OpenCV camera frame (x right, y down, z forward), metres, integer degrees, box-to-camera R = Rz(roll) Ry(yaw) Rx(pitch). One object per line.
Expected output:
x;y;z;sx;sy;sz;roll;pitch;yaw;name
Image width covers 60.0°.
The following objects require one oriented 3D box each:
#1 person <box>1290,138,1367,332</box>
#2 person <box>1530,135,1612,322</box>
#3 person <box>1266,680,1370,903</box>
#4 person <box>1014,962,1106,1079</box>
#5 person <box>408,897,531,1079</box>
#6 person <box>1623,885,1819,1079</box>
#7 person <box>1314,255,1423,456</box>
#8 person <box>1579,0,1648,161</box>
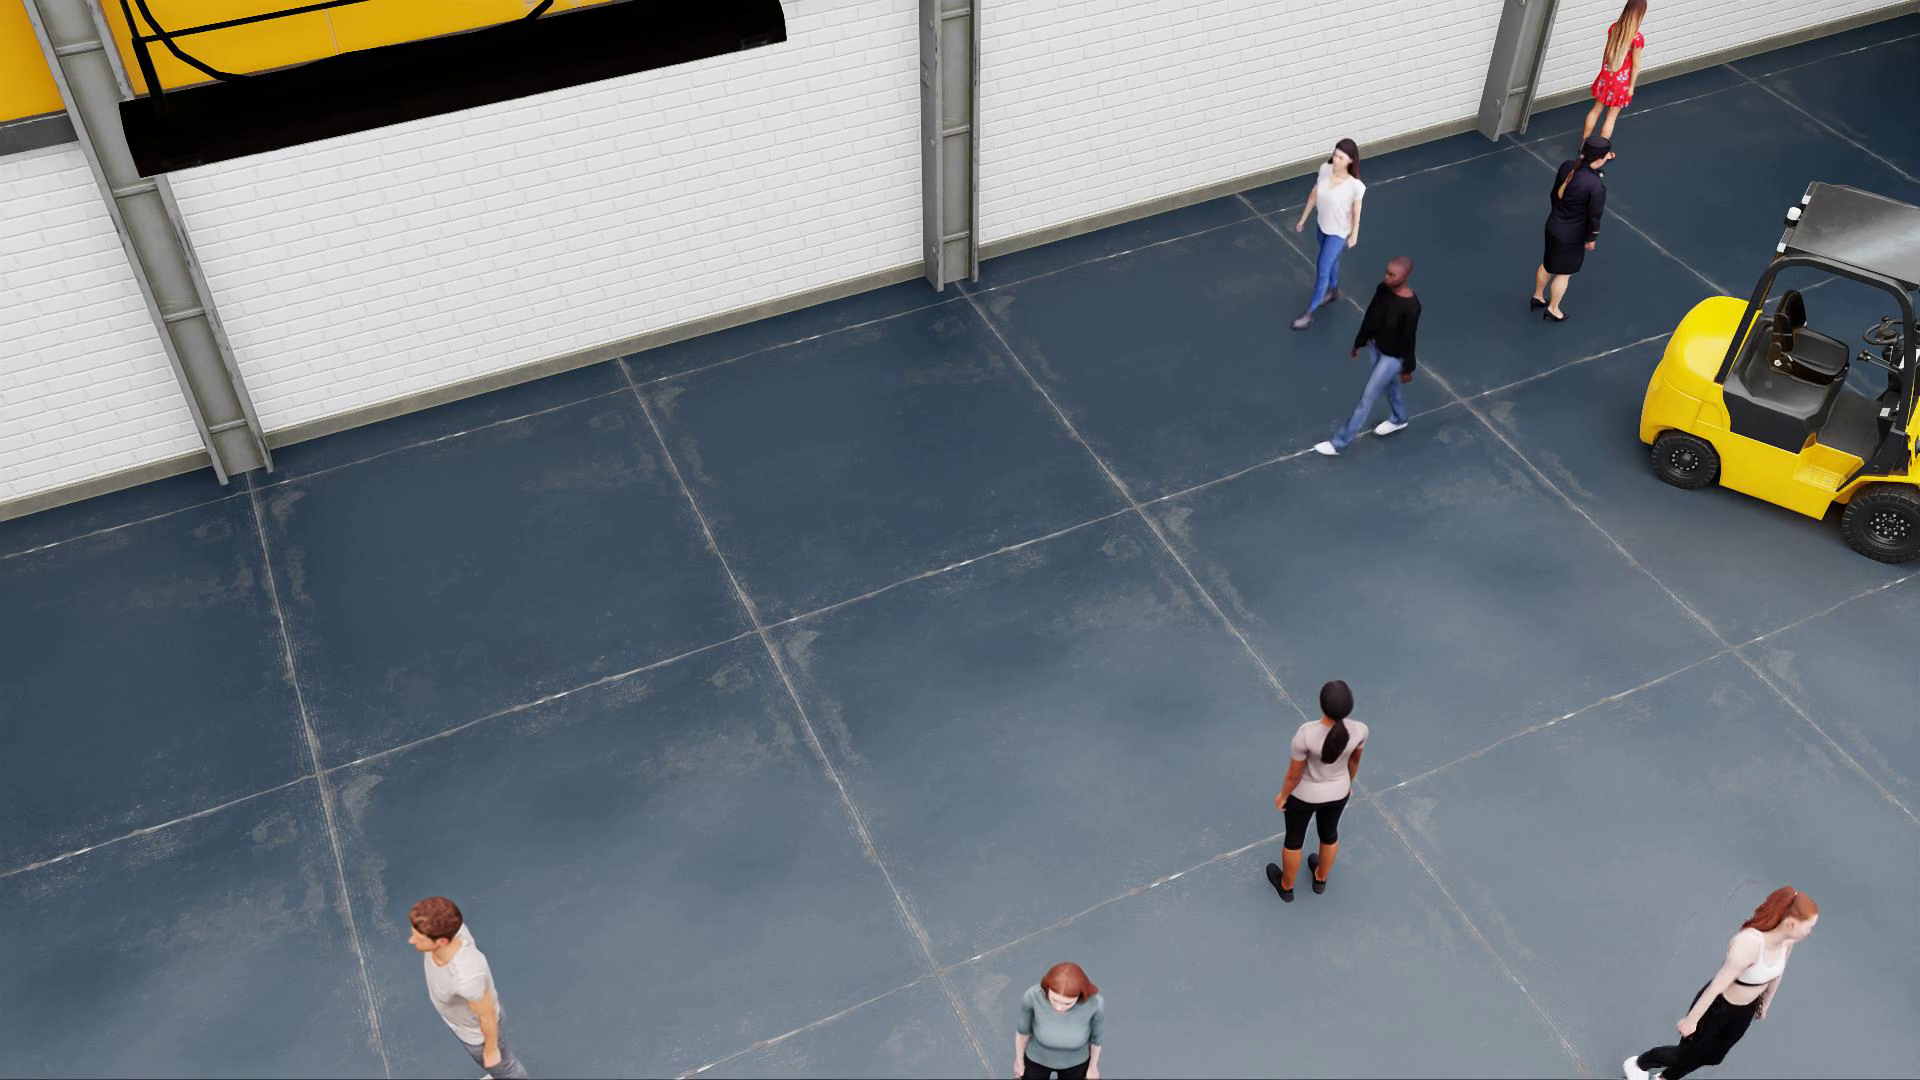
3.138;-2.583;13.737;0.953;1.657;0.709;-23;48;-23;person
5.013;-2.553;13.699;0.612;1.667;0.687;-16;46;-17;person
2.034;1.434;9.457;0.540;1.746;0.713;-9;44;-9;person
0.479;2.578;8.257;0.633;1.744;0.730;4;44;4;person
-2.442;2.380;8.354;0.627;1.897;0.697;-28;50;-26;person
3.857;2.370;8.503;0.551;1.706;0.756;-7;44;-7;person
3.268;-1.404;12.472;1.131;1.696;0.608;-17;46;-17;person
6.149;-4.334;15.622;0.560;1.593;0.582;-22;48;-21;person
